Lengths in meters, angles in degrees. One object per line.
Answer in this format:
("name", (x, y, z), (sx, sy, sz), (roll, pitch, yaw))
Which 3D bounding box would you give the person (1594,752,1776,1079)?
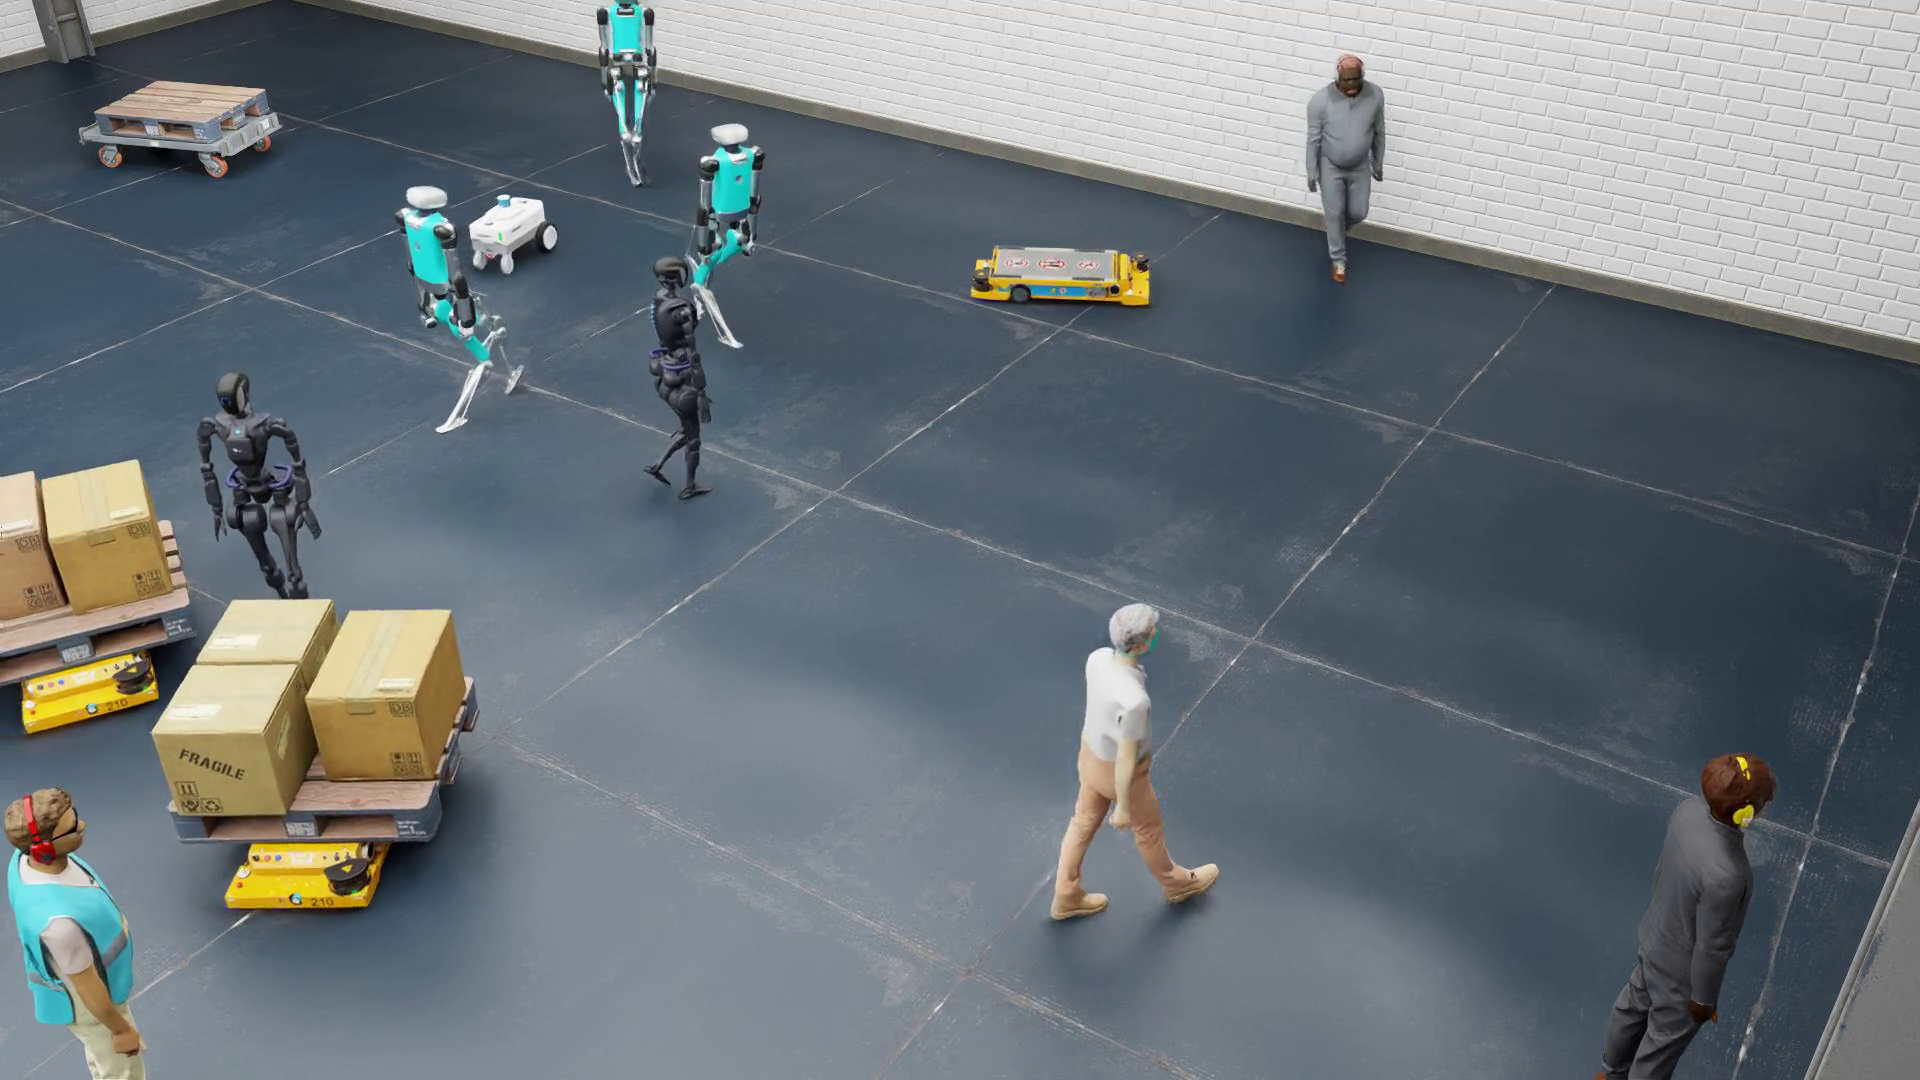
("person", (2.763, 1.569, 6.329), (0.357, 1.877, 0.494), (1, 33, 1))

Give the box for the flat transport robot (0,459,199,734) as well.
("flat transport robot", (-4.978, 0.543, 9.411), (0.659, 0.231, 1.431), (-16, 36, -23))

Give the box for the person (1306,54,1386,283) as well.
("person", (3.100, -3.065, 13.550), (0.683, 1.875, 0.583), (-3, 33, -5))

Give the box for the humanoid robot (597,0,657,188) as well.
("humanoid robot", (-3.023, -4.103, 15.365), (0.559, 1.854, 0.807), (-6, 33, -10))

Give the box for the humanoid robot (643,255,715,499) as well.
("humanoid robot", (-1.809, -1.009, 10.524), (0.428, 1.641, 0.586), (-20, 38, -28))

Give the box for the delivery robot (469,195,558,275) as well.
("delivery robot", (-3.814, -2.629, 14.059), (0.499, 0.570, 0.750), (11, 34, 17))

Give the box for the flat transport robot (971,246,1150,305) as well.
("flat transport robot", (0.829, -2.159, 13.616), (1.431, 0.231, 0.659), (3, 33, 4))

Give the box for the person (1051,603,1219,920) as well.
("person", (0.805, 0.988, 7.382), (0.856, 1.707, 0.488), (-12, 35, -18))

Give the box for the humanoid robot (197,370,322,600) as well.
("humanoid robot", (-3.882, -0.190, 9.254), (0.593, 1.643, 0.444), (-2, 33, -3))

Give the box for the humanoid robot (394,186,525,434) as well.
("humanoid robot", (-3.361, -1.674, 11.543), (0.531, 1.775, 1.016), (21, 38, 29))

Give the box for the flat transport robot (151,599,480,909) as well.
("flat transport robot", (-3.092, 1.263, 8.291), (0.659, 0.231, 1.431), (-1, 33, -1))

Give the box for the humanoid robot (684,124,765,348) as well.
("humanoid robot", (-1.901, -2.346, 12.577), (0.561, 1.777, 0.978), (-25, 41, -34))

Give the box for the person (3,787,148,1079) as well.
("person", (-3.223, 1.678, 6.185), (0.392, 1.847, 0.563), (-21, 38, -29))
